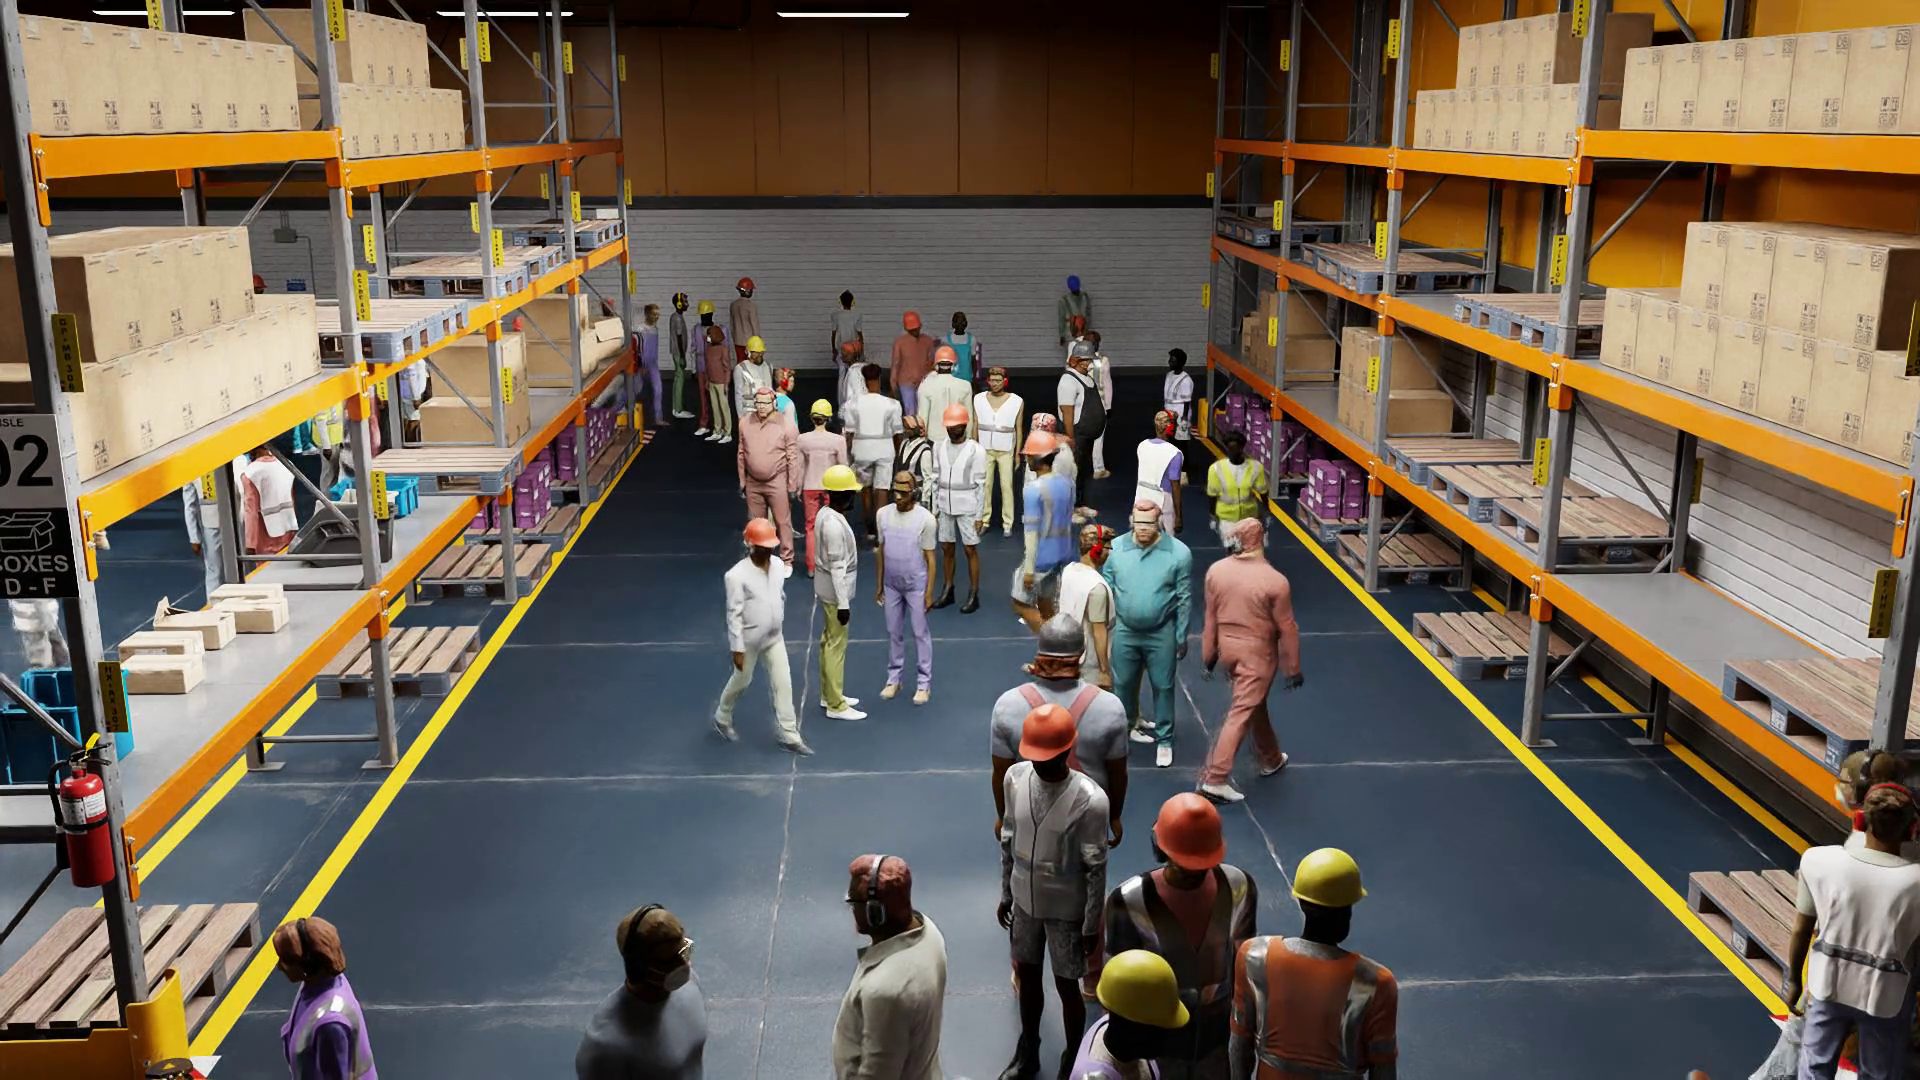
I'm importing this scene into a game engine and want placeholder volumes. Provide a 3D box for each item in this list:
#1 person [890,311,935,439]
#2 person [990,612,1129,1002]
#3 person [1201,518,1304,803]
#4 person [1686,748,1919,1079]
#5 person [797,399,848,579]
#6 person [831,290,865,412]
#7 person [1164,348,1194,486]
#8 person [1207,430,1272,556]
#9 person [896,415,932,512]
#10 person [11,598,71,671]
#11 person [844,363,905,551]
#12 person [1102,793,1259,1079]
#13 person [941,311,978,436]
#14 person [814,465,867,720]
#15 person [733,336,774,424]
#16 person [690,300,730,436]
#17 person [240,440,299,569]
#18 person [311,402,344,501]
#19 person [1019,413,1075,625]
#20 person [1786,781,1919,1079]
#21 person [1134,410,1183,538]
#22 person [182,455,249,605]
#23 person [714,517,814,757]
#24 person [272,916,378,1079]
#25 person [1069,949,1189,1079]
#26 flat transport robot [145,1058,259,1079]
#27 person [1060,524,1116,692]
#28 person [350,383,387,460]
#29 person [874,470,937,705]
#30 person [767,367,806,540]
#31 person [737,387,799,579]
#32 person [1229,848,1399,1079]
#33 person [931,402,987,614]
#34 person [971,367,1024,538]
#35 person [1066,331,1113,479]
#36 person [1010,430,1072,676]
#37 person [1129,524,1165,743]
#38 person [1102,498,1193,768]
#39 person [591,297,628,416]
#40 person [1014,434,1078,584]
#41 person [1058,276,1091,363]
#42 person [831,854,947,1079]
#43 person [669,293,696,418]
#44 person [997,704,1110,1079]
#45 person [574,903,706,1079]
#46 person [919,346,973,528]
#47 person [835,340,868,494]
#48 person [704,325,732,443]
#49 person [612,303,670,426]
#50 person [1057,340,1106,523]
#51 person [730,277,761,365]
[{"bbox_3d":[-0.667,-2.111,22.226,0.645,1.952,0.879,-10,18,-35],"label":"person"},{"bbox_3d":[0.499,1.345,8.439,0.688,2.000,0.536,1,14,3],"label":"person"},{"bbox_3d":[1.927,0.777,11.070,1.008,1.847,0.682,-12,18,-38],"label":"person"},{"bbox_3d":[3.745,1.777,7.047,0.628,1.877,1.052,-13,19,-41],"label":"person"},{"bbox_3d":[-1.343,-0.494,16.215,0.542,1.765,0.334,1,14,5],"label":"person"},{"bbox_3d":[-1.696,-2.843,25.212,0.524,1.876,0.325,2,14,9],"label":"person"},{"bbox_3d":[2.654,-1.504,20.324,0.318,1.690,0.528,-6,15,-21],"label":"person"},{"bbox_3d":[2.567,-0.242,15.443,0.589,1.658,0.648,0,14,0],"label":"person"},{"bbox_3d":[-0.439,-0.407,16.118,0.307,1.640,0.518,-10,17,-33],"label":"person"},{"bbox_3d":[-6.664,0.616,12.125,0.414,1.630,0.534,-6,16,-24],"label":"person"},{"bbox_3d":[-0.872,-0.902,17.488,0.650,1.918,0.925,1,14,3],"label":"person"},{"bbox_3d":[0.844,1.896,6.310,0.617,2.028,0.410,-4,15,-15],"label":"person"},{"bbox_3d":[-0.016,-2.200,22.742,0.513,1.846,0.335,-1,14,-5],"label":"person"},{"bbox_3d":[-0.905,0.384,12.435,0.369,1.928,0.585,-3,15,-11],"label":"person"},{"bbox_3d":[-2.483,-1.585,20.356,0.404,1.830,0.602,13,19,41],"label":"person"},{"bbox_3d":[-3.528,-2.413,23.417,0.595,1.925,0.375,5,15,19],"label":"person"},{"bbox_3d":[-5.860,-0.047,14.180,0.410,1.908,0.598,3,15,13],"label":"person"},{"bbox_3d":[-6.927,-1.114,18.318,0.367,1.928,0.584,-2,14,-8],"label":"person"},{"bbox_3d":[0.750,-0.185,14.729,0.399,1.902,0.643,8,17,30],"label":"person"},{"bbox_3d":[3.659,1.874,6.771,0.562,1.837,0.389,11,18,37],"label":"person"},{"bbox_3d":[1.808,-0.273,15.197,0.381,1.838,0.571,-9,17,-31],"label":"person"},{"bbox_3d":[-6.391,-0.099,14.382,0.401,1.908,0.598,11,18,37],"label":"person"},{"bbox_3d":[-1.446,0.658,11.790,0.884,1.710,0.582,12,18,39],"label":"person"},{"bbox_3d":[-2.302,2.141,6.137,0.313,1.631,0.523,-7,16,-26],"label":"person"},{"bbox_3d":[0.520,2.191,5.375,0.391,1.915,0.592,3,15,13],"label":"person"},{"bbox_3d":[-3.402,2.633,6.913,0.652,0.197,1.431,1,14,5],"label":"flat transport robot"},{"bbox_3d":[0.833,0.796,11.000,0.390,1.838,0.563,-5,15,-19],"label":"person"},{"bbox_3d":[-7.573,-1.870,21.176,0.620,1.986,0.409,3,15,13],"label":"person"},{"bbox_3d":[-0.416,0.358,12.732,0.510,1.839,0.346,7,16,25],"label":"person"},{"bbox_3d":[-1.912,-0.917,17.714,0.375,1.840,0.570,-10,17,-34],"label":"person"},{"bbox_3d":[-1.876,-0.554,16.192,0.642,1.901,0.395,5,15,17],"label":"person"},{"bbox_3d":[1.269,2.021,6.012,0.595,1.923,0.364,7,16,24],"label":"person"},{"bbox_3d":[-0.030,-0.293,15.079,0.550,1.935,0.365,8,16,29],"label":"person"},{"bbox_3d":[0.401,-0.945,17.816,0.567,1.846,0.389,3,15,13],"label":"person"},{"bbox_3d":[1.628,-1.685,20.733,0.626,1.844,0.429,9,17,31],"label":"person"},{"bbox_3d":[0.653,0.138,13.194,0.455,2.026,0.641,9,17,31],"label":"person"},{"bbox_3d":[1.329,0.639,12.022,0.283,1.631,0.503,4,15,15],"label":"person"},{"bbox_3d":[1.270,0.637,11.510,0.646,1.900,0.399,4,15,15],"label":"person"},{"bbox_3d":[-5.164,-2.658,24.506,0.701,1.858,0.604,-5,15,-19],"label":"person"},{"bbox_3d":[0.816,-0.209,15.380,0.508,1.614,0.616,-8,16,-30],"label":"person"},{"bbox_3d":[1.897,-3.423,27.450,0.647,1.896,0.624,-6,16,-24],"label":"person"},{"bbox_3d":[-0.262,2.033,6.037,0.402,1.896,0.652,2,14,9],"label":"person"},{"bbox_3d":[-4.185,-2.769,24.930,0.325,1.871,0.516,-4,15,-16],"label":"person"},{"bbox_3d":[0.398,1.643,7.513,0.549,1.926,0.387,10,18,35],"label":"person"},{"bbox_3d":[-1.015,2.120,5.600,0.371,1.941,0.627,5,15,19],"label":"person"},{"bbox_3d":[-0.162,-1.129,18.244,0.623,1.992,0.396,-3,15,-13],"label":"person"},{"bbox_3d":[-1.289,-1.437,19.675,0.505,1.872,0.595,1,14,4],"label":"person"},{"bbox_3d":[-3.350,-2.157,22.996,0.271,1.632,0.503,-13,19,-41],"label":"person"},{"bbox_3d":[-4.677,-2.565,24.307,0.890,1.810,0.528,8,16,28],"label":"person"},{"bbox_3d":[1.356,-1.216,18.493,0.535,2.000,0.681,6,16,24],"label":"person"},{"bbox_3d":[-3.321,-3.087,25.927,0.611,1.995,0.380,12,19,39],"label":"person"}]
